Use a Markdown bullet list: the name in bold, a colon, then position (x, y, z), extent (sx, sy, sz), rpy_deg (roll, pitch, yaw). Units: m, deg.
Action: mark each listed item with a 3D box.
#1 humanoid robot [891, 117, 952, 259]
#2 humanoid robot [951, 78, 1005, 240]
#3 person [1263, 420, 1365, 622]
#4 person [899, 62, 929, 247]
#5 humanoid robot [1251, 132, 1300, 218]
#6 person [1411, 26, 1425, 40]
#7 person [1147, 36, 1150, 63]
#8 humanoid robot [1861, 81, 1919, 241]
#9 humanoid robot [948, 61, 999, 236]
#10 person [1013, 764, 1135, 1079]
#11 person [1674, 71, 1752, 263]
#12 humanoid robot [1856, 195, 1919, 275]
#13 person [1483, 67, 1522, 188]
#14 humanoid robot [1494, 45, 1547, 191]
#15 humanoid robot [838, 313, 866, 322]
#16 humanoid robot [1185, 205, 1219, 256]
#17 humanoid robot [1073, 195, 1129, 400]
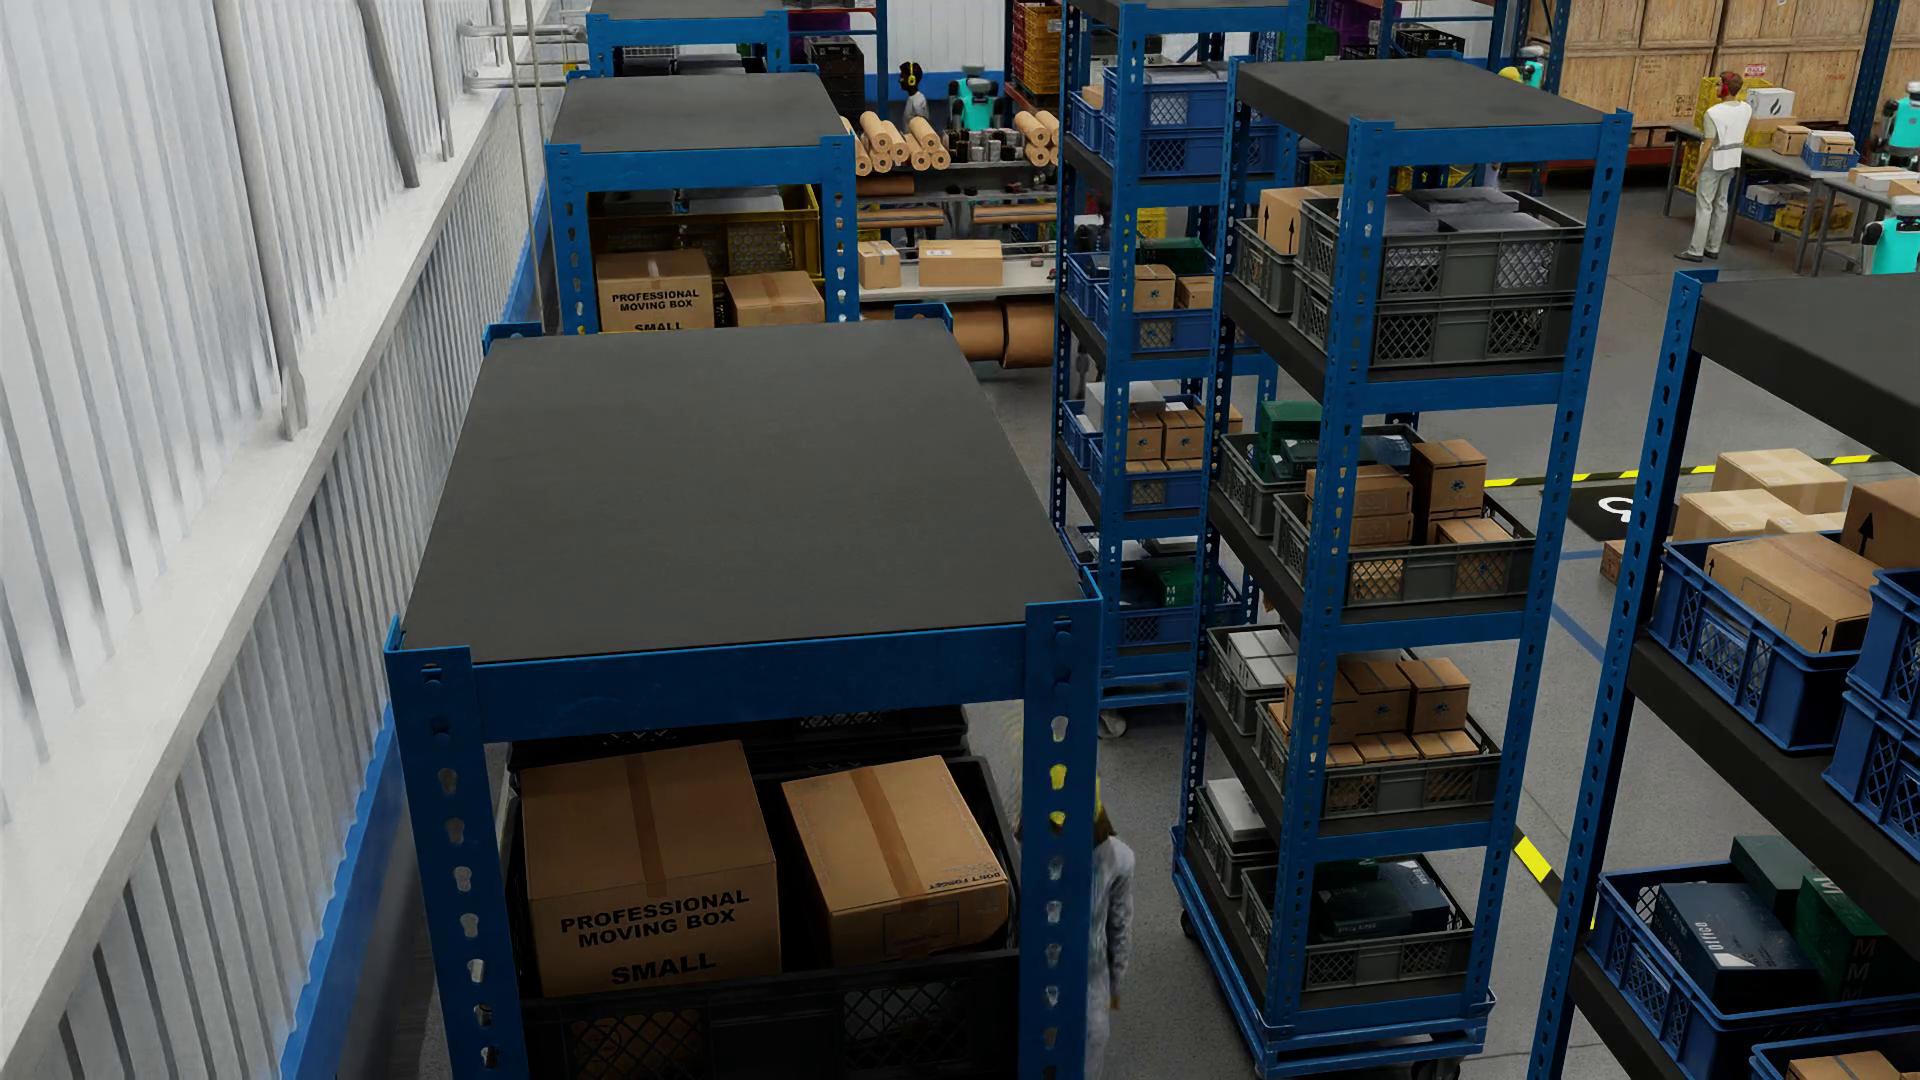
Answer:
- **humanoid robot**: position (-0.375, -3.091, 15.388), extent (0.611, 1.620, 0.789), rpy_deg (-3, 25, -7)
- **humanoid robot**: position (0.235, -3.547, 16.353), extent (0.550, 1.860, 0.784), rpy_deg (-7, 26, -15)
- **person**: position (1.742, 0.203, 7.964), extent (0.597, 1.850, 0.395), rpy_deg (-2, 25, -3)
- **person**: position (-0.453, -3.875, 16.826), extent (0.319, 1.857, 0.567), rpy_deg (-2, 25, -3)
- **humanoid robot**: position (2.967, -3.420, 16.031), extent (0.590, 1.654, 0.351), rpy_deg (6, 25, 12)
- **person**: position (5.193, -5.004, 19.295), extent (0.622, 1.844, 0.431), rpy_deg (-7, 26, -14)
- **person**: position (2.071, -4.959, 18.990), extent (0.446, 2.027, 0.607), rpy_deg (-4, 25, -8)
- **humanoid robot**: position (9.411, -3.769, 16.789), extent (0.539, 1.779, 1.022), rpy_deg (8, 26, 16)
- **humanoid robot**: position (0.145, -3.973, 17.300), extent (0.538, 1.869, 0.811), rpy_deg (-1, 25, -2)
- **person**: position (0.315, 1.426, 5.439), extent (0.496, 1.728, 0.540), rpy_deg (-3, 25, -6)
- **person**: position (7.444, -3.656, 16.352), extent (0.568, 1.849, 0.385), rpy_deg (-12, 27, -25)
- **humanoid robot**: position (6.638, -1.543, 11.735), extent (0.533, 1.677, 0.735), rpy_deg (0, 25, 0)
- **person**: position (5.533, -3.975, 17.146), extent (0.327, 1.767, 0.528), rpy_deg (7, 26, 15)
- **humanoid robot**: position (6.041, -4.617, 18.684), extent (0.851, 1.853, 0.561), rpy_deg (14, 28, 28)
- **humanoid robot**: position (-0.722, -0.558, 9.806), extent (0.536, 1.745, 1.052), rpy_deg (-8, 26, -17)
- **humanoid robot**: position (2.400, -3.536, 16.286), extent (0.612, 1.650, 0.322), rpy_deg (7, 26, 14)
- **humanoid robot**: position (1.045, -1.824, 12.601), extent (0.589, 1.637, 0.487), rpy_deg (11, 27, 22)
